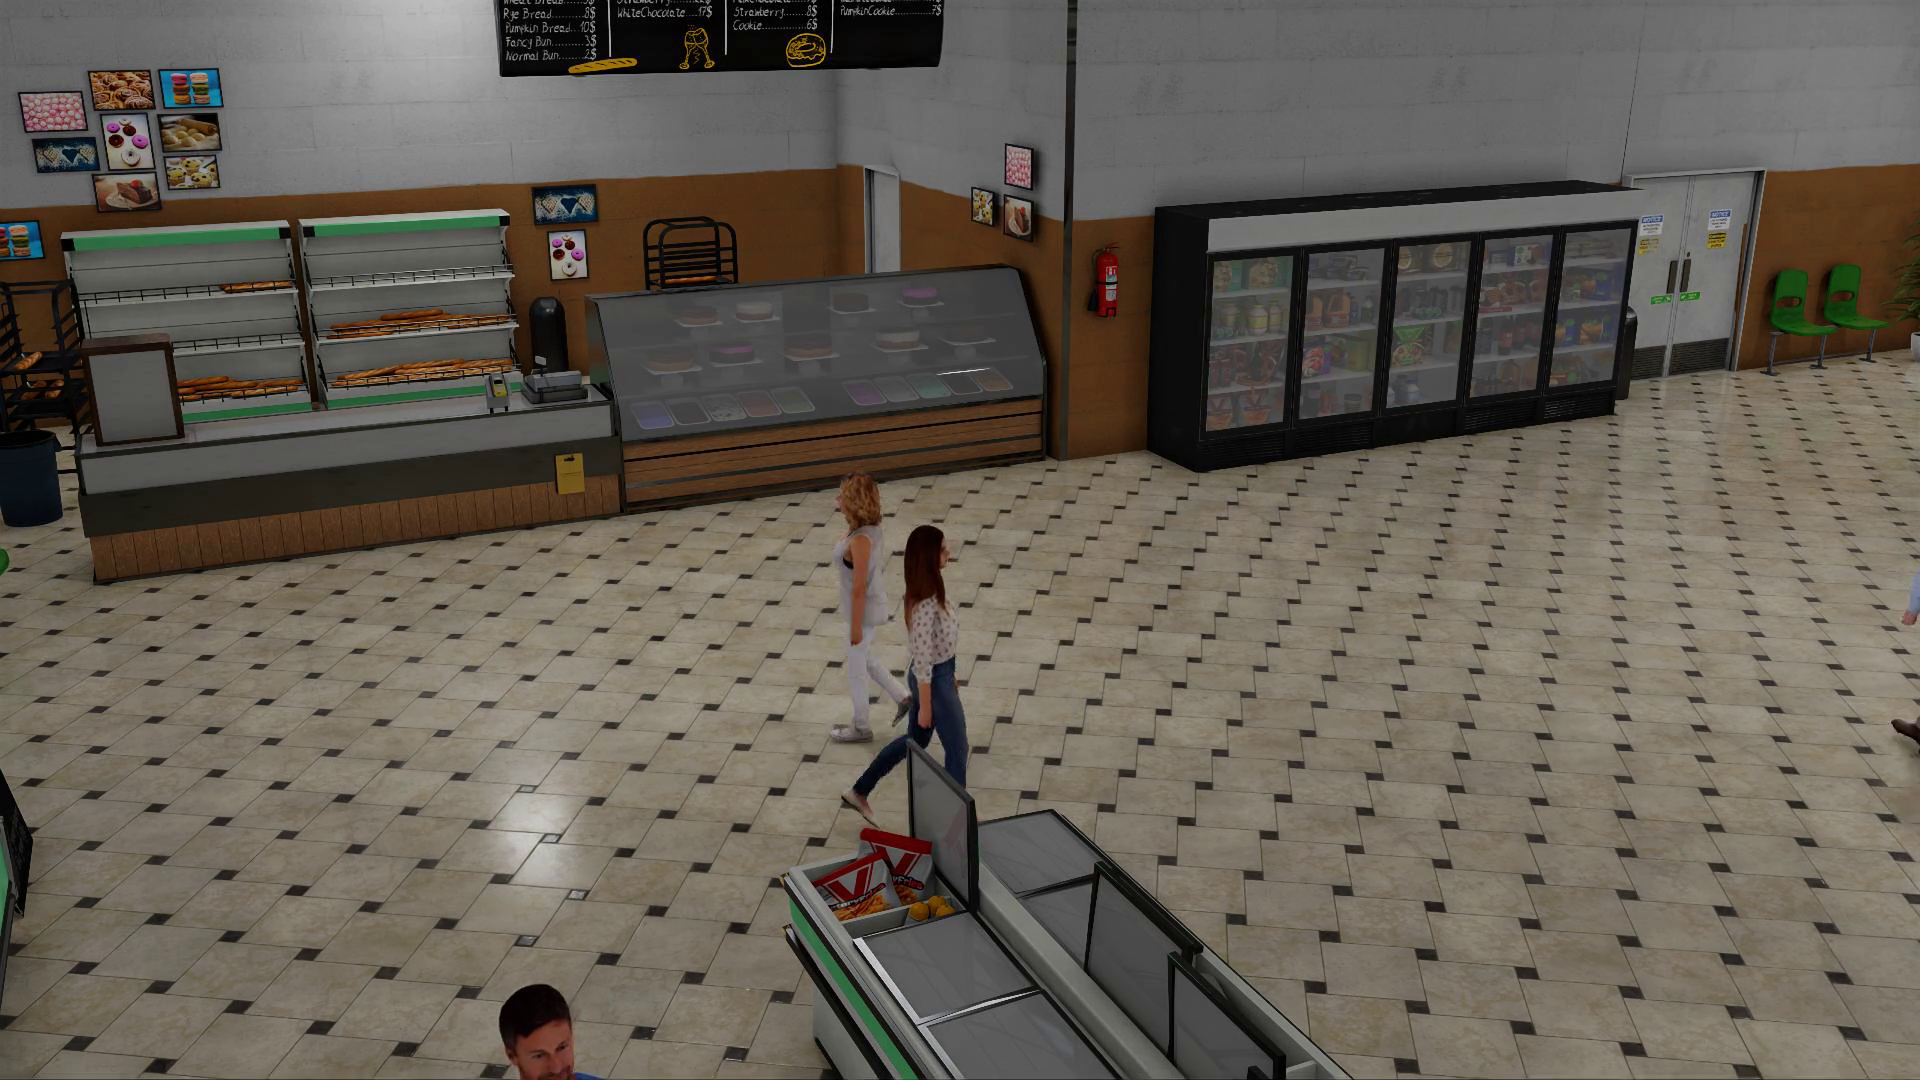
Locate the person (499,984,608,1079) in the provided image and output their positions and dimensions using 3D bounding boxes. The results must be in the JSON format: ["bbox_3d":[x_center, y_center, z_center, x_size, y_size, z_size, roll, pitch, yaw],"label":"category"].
[{"bbox_3d":[-1.075,2.011,4.498,0.698,1.862,0.653,-3,19,-10],"label":"person"}]

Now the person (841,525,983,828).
[{"bbox_3d":[-0.228,0.745,8.497,0.894,1.705,1.085,-1,19,-3],"label":"person"}]

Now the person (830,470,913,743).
[{"bbox_3d":[-0.483,0.401,9.586,0.867,1.661,0.835,2,19,4],"label":"person"}]
